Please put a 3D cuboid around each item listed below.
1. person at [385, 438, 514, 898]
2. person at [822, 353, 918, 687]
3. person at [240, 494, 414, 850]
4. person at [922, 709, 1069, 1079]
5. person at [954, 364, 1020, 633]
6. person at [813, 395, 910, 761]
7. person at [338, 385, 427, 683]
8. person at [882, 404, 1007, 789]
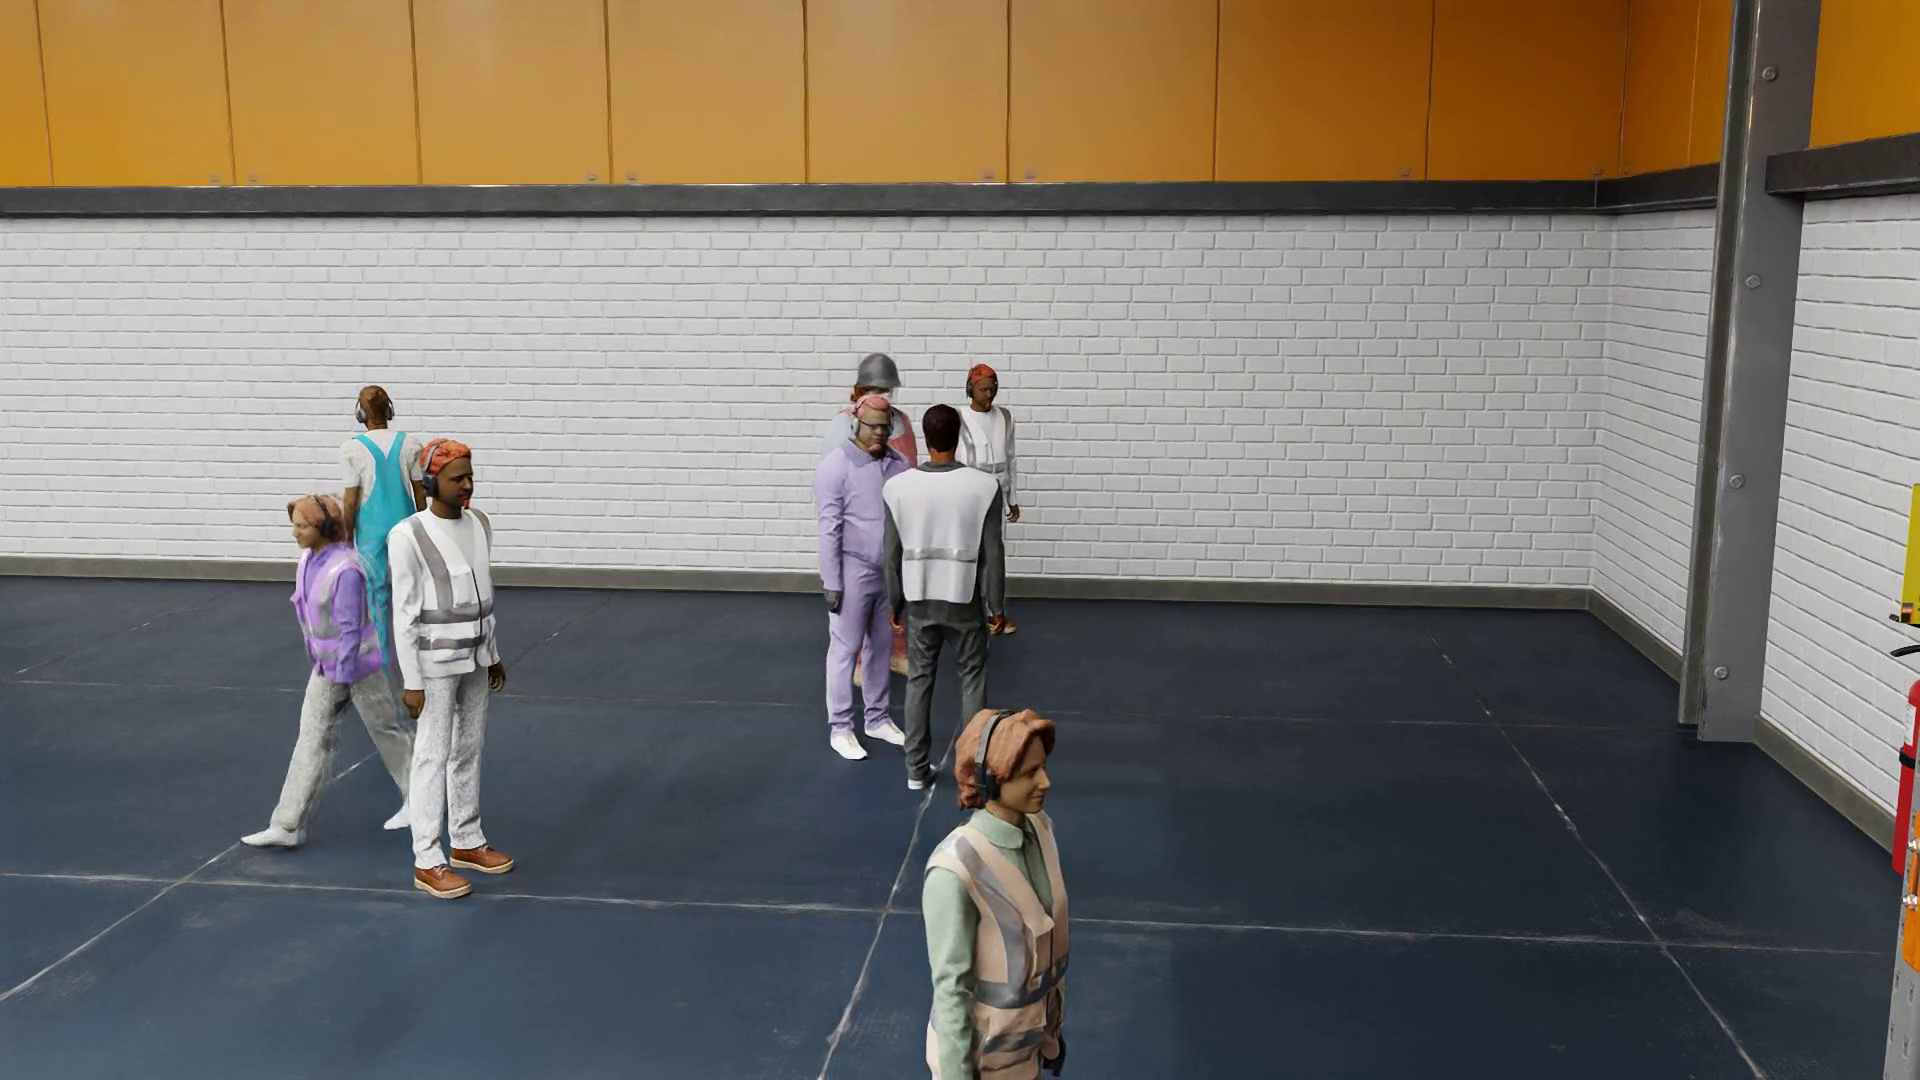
[{"bbox_3d":[-2.107,0.517,6.901,0.337,1.882,0.585,4,11,22],"label":"person"},{"bbox_3d":[-0.478,-0.134,10.180,0.536,2.000,0.688,9,13,42],"label":"person"},{"bbox_3d":[-2.756,0.579,7.380,0.523,1.581,0.878,9,13,42],"label":"person"},{"bbox_3d":[0.085,1.180,3.796,0.311,1.642,0.512,5,11,27],"label":"person"},{"bbox_3d":[0.148,-0.268,11.432,0.585,1.876,0.370,-6,12,-32],"label":"person"},{"bbox_3d":[-0.463,0.185,8.756,0.399,1.902,0.642,9,13,41],"label":"person"},{"bbox_3d":[-3.486,-0.018,10.088,0.504,1.841,0.344,-7,12,-35],"label":"person"},{"bbox_3d":[-0.080,0.297,8.122,0.608,1.899,0.397,1,10,8],"label":"person"}]
